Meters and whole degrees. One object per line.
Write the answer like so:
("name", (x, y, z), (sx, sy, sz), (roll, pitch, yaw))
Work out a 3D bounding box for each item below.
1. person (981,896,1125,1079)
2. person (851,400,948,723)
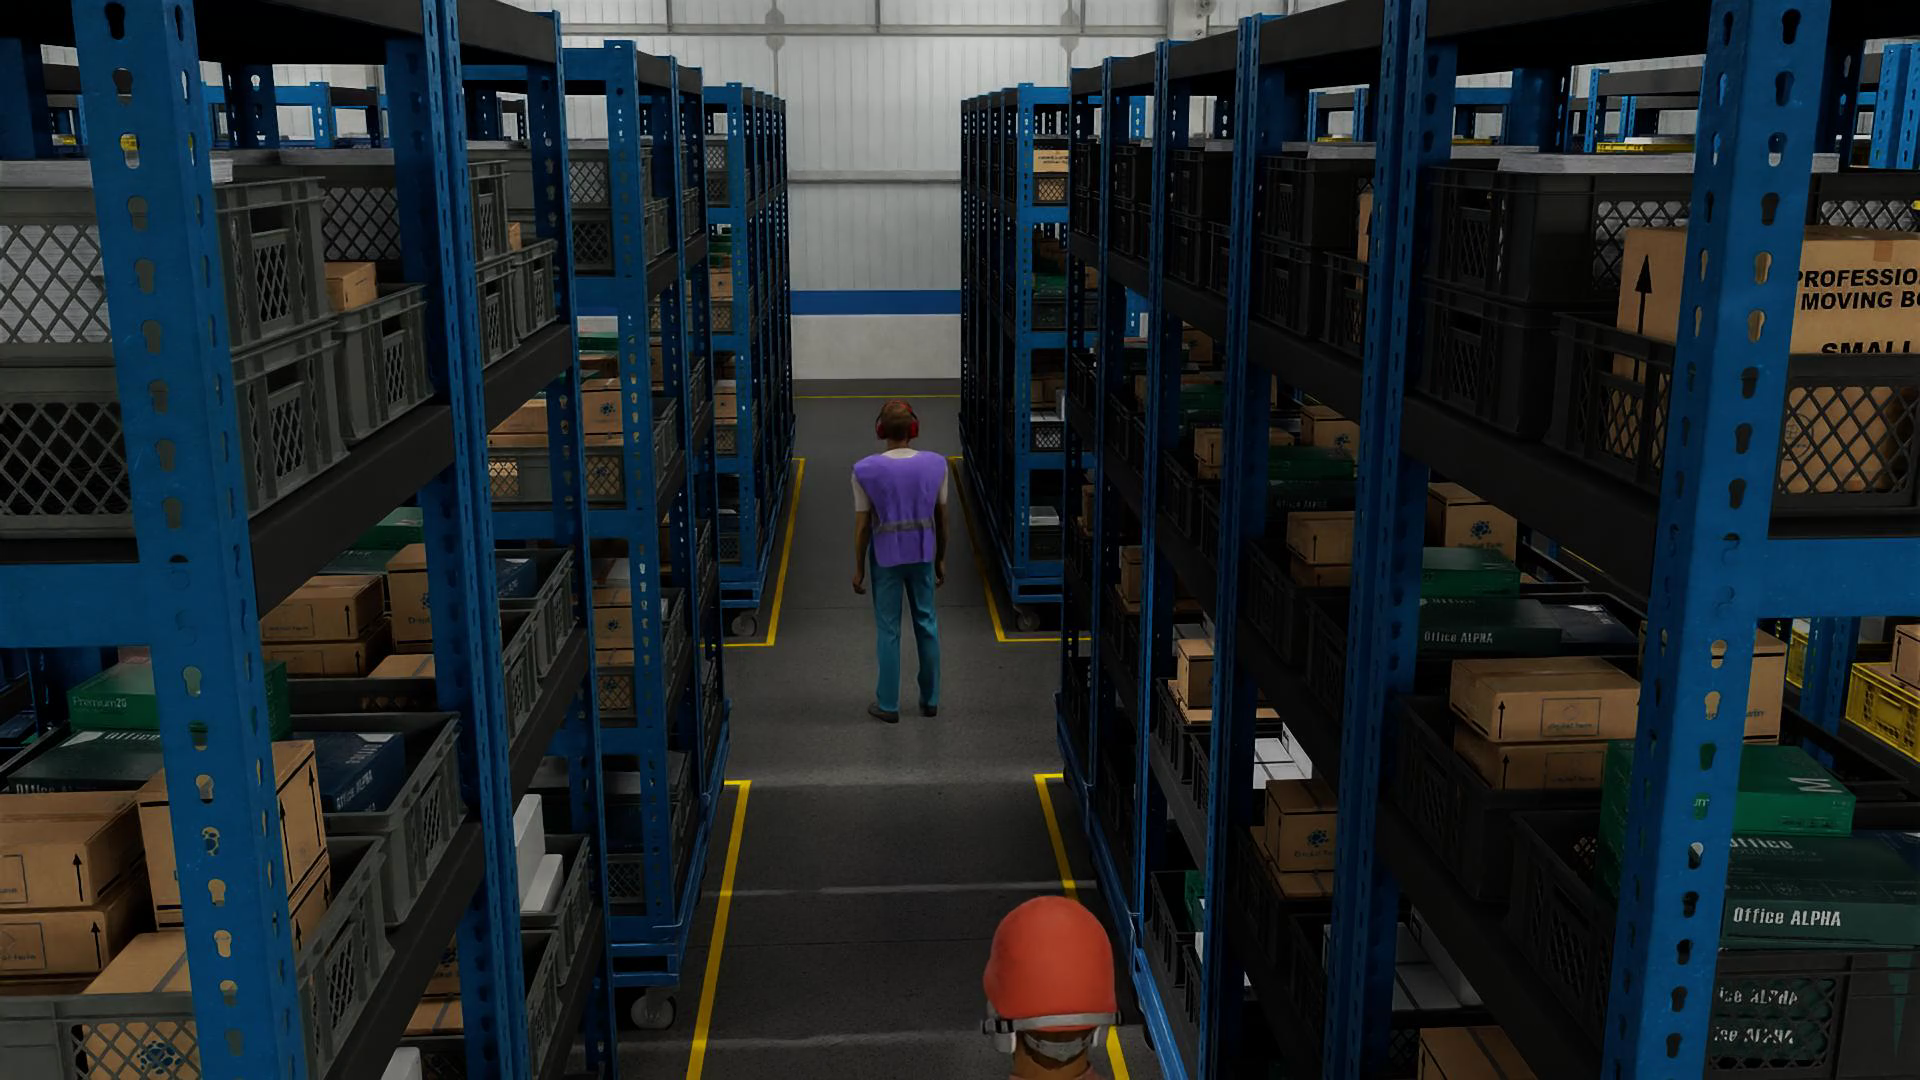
("person", (0.173, 1.607, 3.130), (0.608, 1.996, 0.379), (-4, 15, -17))
("person", (-0.333, 0.135, 9.408), (0.564, 1.840, 0.397), (-5, 15, -19))
